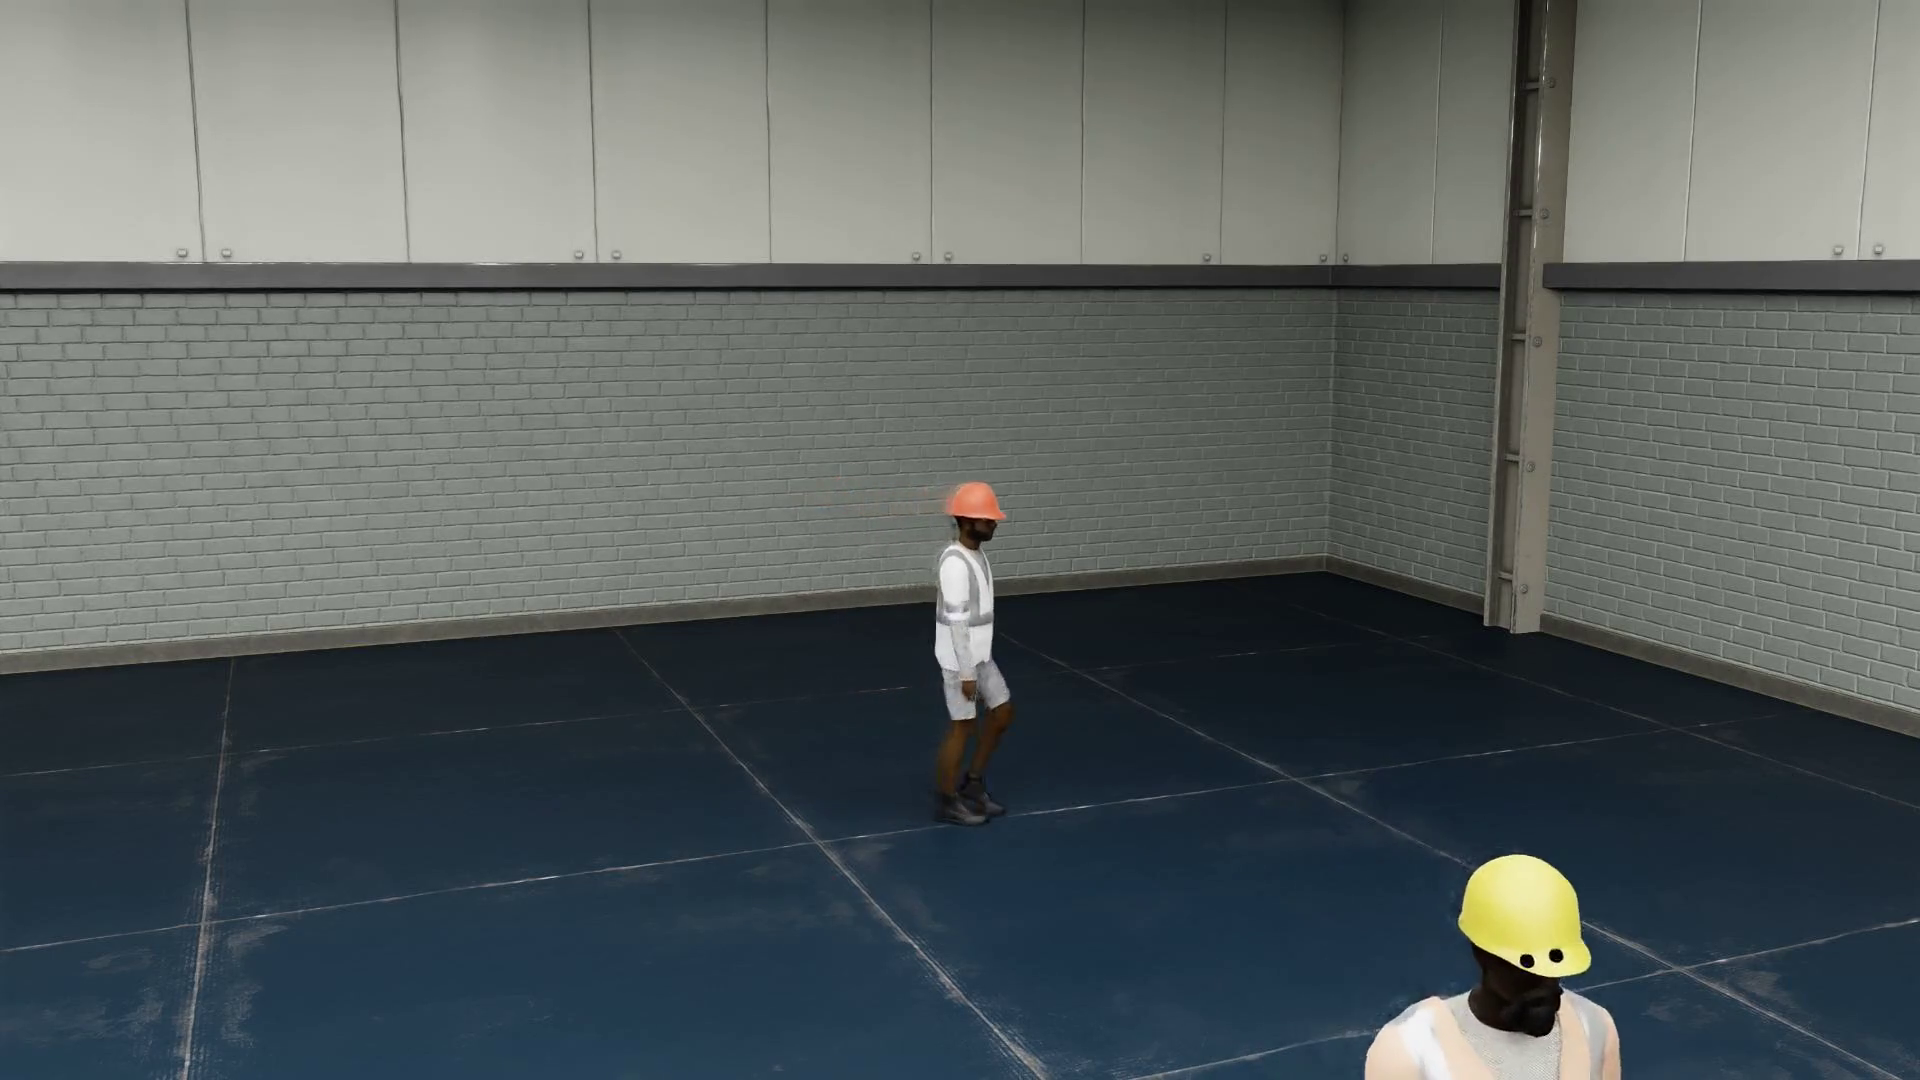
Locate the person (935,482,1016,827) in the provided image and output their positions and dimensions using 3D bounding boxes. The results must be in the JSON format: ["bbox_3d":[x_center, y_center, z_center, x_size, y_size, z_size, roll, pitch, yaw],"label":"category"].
[{"bbox_3d":[0.096,0.637,9.097,0.510,1.915,0.565,3,9,16],"label":"person"}]

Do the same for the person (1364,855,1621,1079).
[{"bbox_3d":[1.127,1.549,3.512,0.604,1.877,0.984,-4,10,-21],"label":"person"}]
